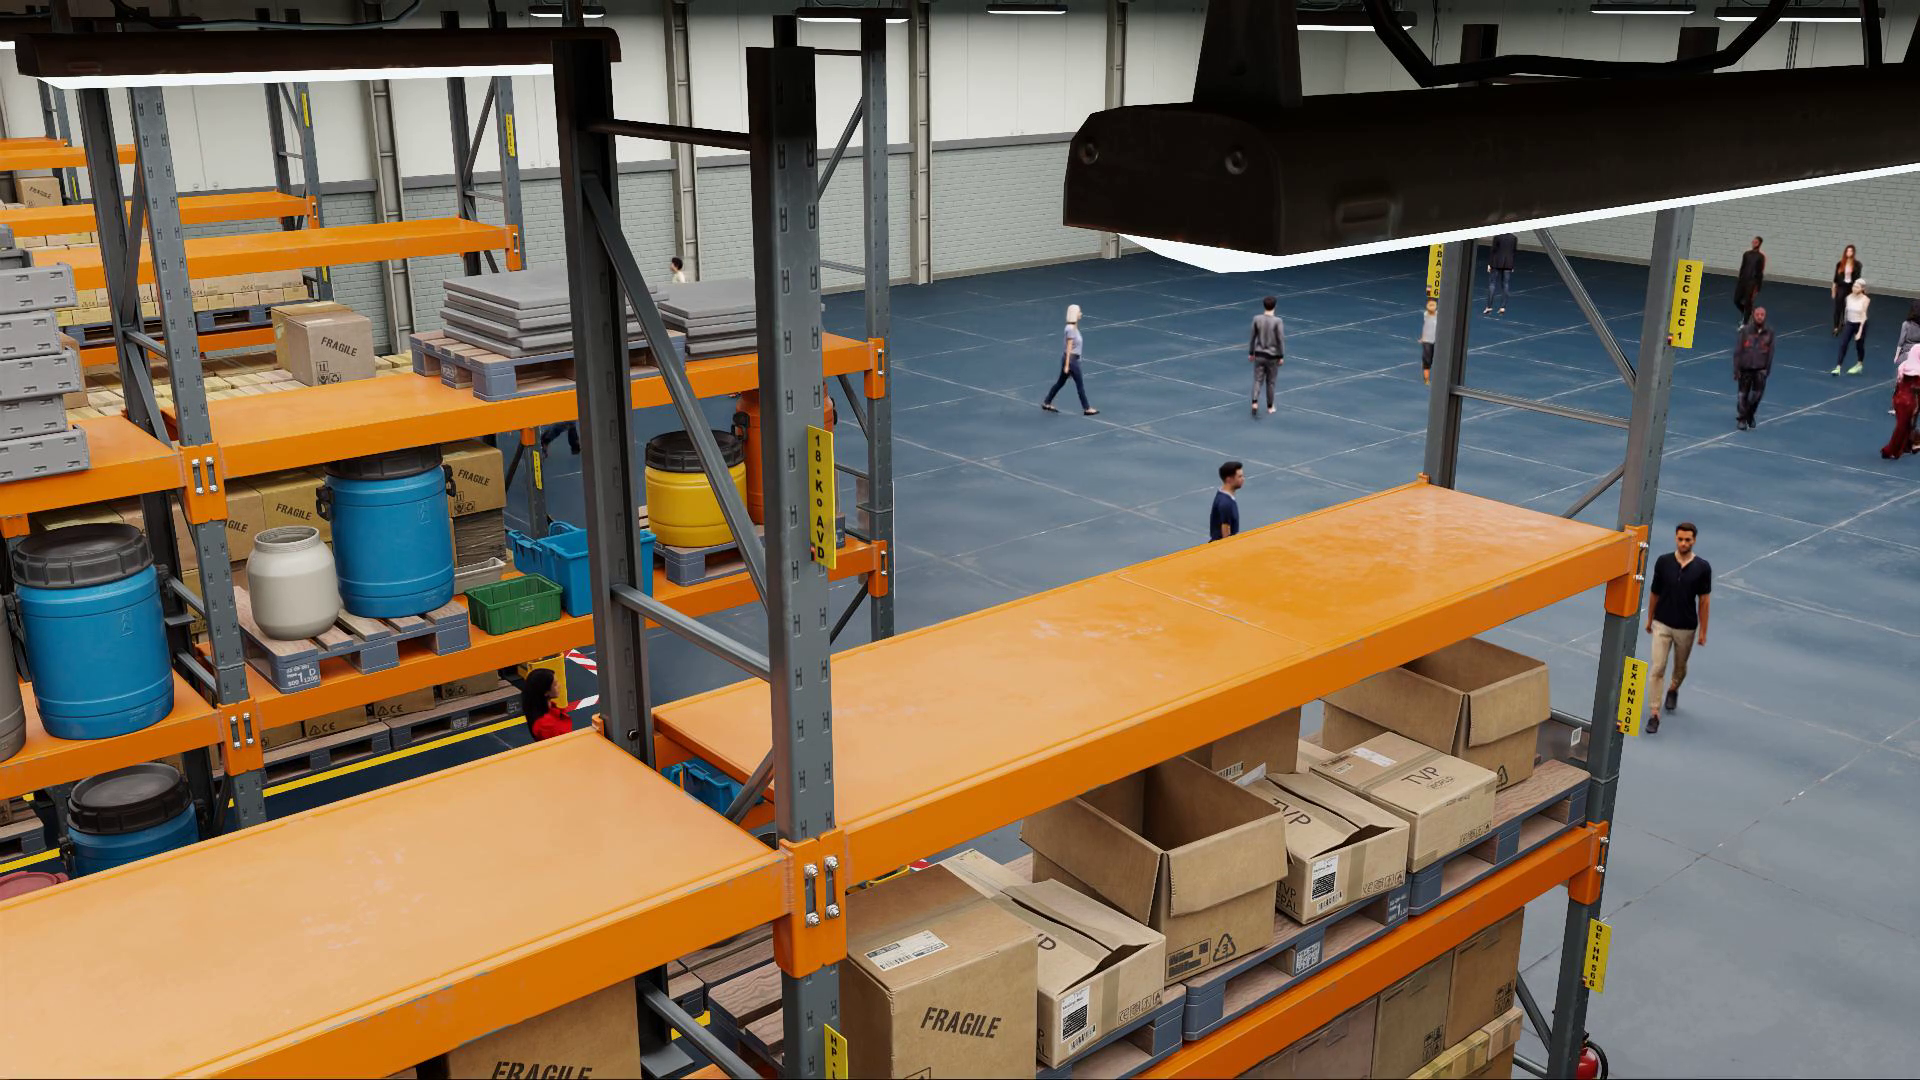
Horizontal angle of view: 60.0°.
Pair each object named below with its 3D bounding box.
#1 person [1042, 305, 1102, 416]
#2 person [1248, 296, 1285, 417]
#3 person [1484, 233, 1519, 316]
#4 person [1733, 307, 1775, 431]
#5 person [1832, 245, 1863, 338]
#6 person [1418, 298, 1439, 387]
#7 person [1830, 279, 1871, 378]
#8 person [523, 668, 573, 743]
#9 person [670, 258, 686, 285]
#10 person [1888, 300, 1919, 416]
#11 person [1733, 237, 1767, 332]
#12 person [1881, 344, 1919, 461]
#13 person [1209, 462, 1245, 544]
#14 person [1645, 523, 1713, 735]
[{"bbox_3d":[1.590,-2.697,25.251,1.138,1.676,1.090,2,18,5],"label":"person"},{"bbox_3d":[4.639,-2.798,25.290,0.883,1.843,1.002,9,20,26],"label":"person"},{"bbox_3d":[9.830,-4.998,30.302,0.821,1.782,0.790,2,18,5],"label":"person"},{"bbox_3d":[11.698,-2.553,24.591,0.855,1.810,0.894,5,19,16],"label":"person"},{"bbox_3d":[16.729,-4.696,31.371,0.872,1.687,1.150,9,20,27],"label":"person"},{"bbox_3d":[7.840,-3.371,27.710,0.981,1.434,1.023,1,18,2],"label":"person"},{"bbox_3d":[15.040,-3.527,27.870,1.217,1.632,0.692,-10,20,-27],"label":"person"},{"bbox_3d":[-2.843,1.706,11.612,0.677,1.748,0.668,-9,20,-25],"label":"person"},{"bbox_3d":[-5.140,-4.407,30.659,0.665,1.578,0.667,-6,19,-18],"label":"person"},{"bbox_3d":[14.504,-2.777,25.351,0.673,1.765,0.699,5,19,14],"label":"person"},{"bbox_3d":[15.154,-4.911,31.844,0.775,1.803,0.686,-12,22,-33],"label":"person"},{"bbox_3d":[12.956,-1.872,22.841,1.131,1.598,0.941,-4,18,-11],"label":"person"},{"bbox_3d":[2.502,0.119,16.377,1.009,1.816,1.048,6,19,17],"label":"person"},{"bbox_3d":[6.255,0.726,14.511,0.970,1.816,1.251,9,20,25],"label":"person"}]
